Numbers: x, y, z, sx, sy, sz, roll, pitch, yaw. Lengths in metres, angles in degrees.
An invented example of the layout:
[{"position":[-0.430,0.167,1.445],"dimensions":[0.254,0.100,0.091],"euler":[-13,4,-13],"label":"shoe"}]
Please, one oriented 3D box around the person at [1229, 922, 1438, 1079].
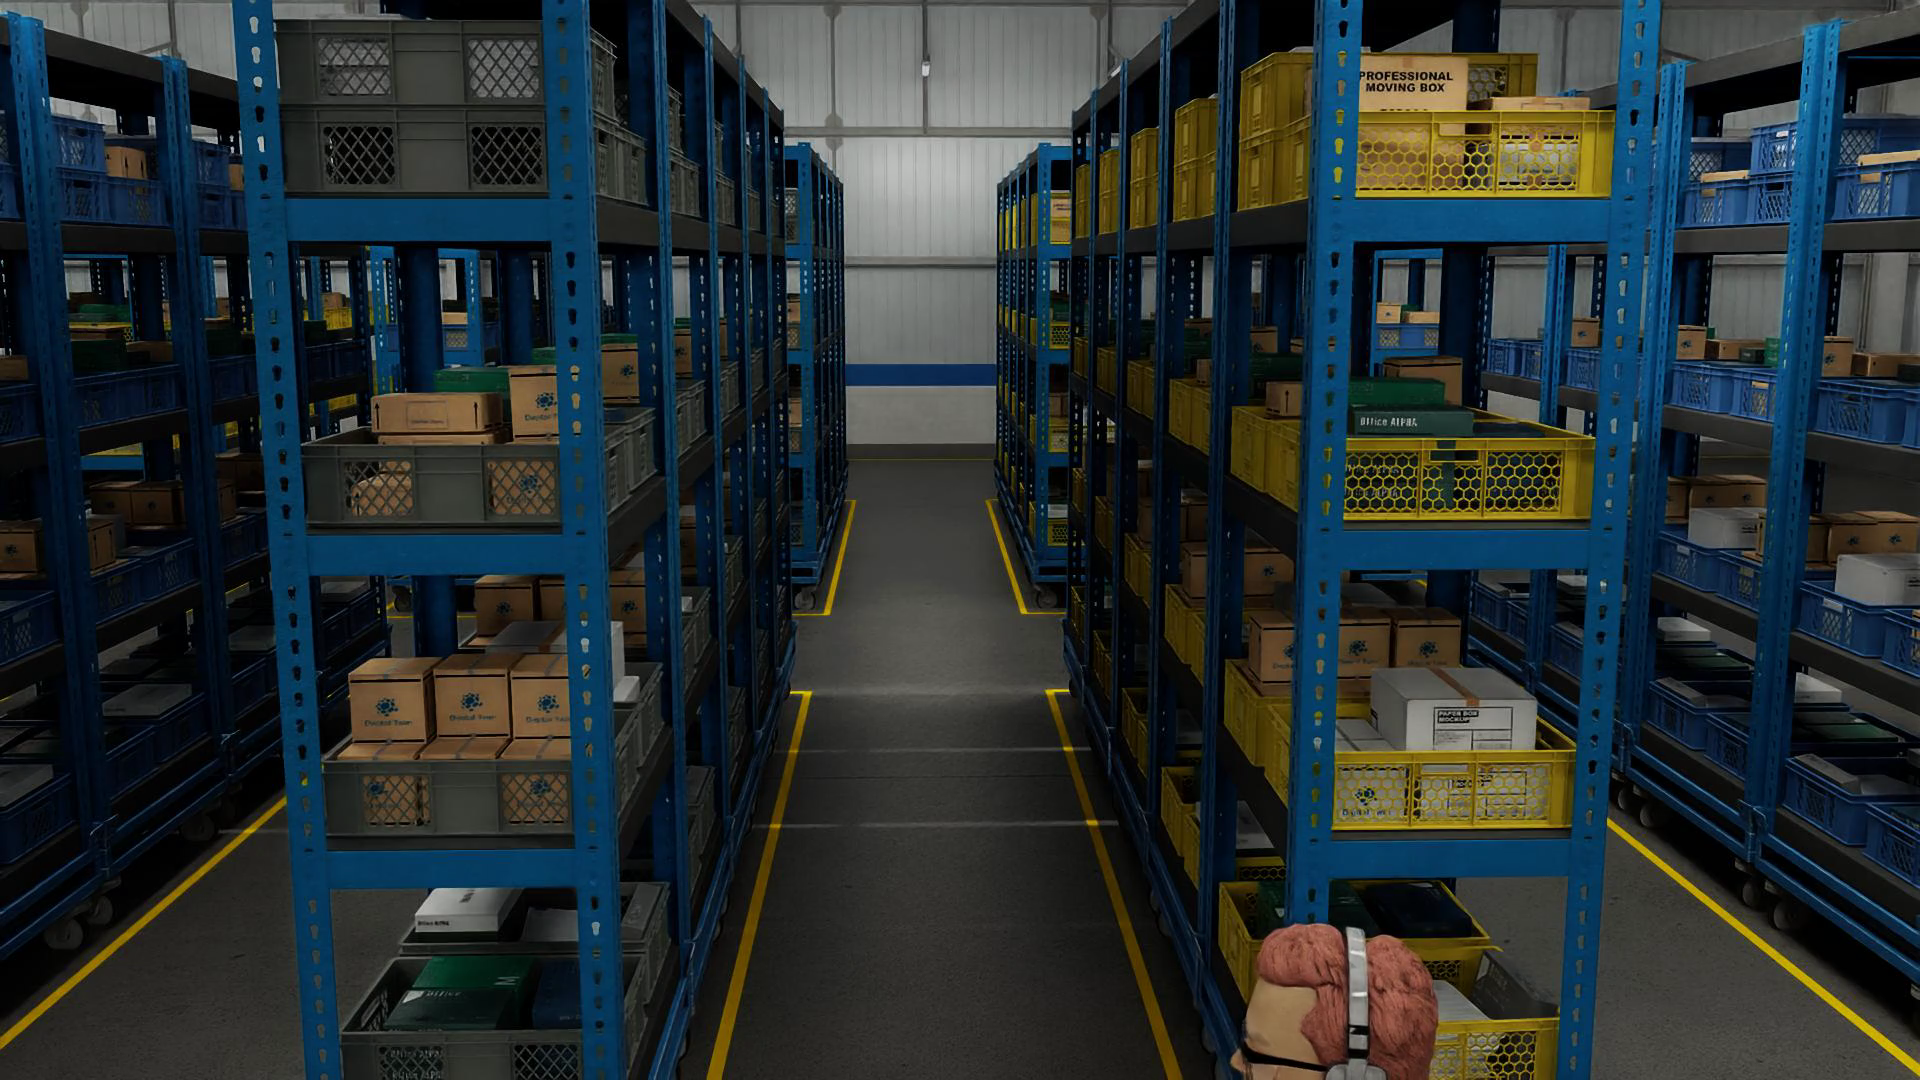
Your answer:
[{"position":[0.444,1.401,2.109],"dimensions":[0.410,1.909,0.643],"euler":[1,9,3],"label":"person"}]
